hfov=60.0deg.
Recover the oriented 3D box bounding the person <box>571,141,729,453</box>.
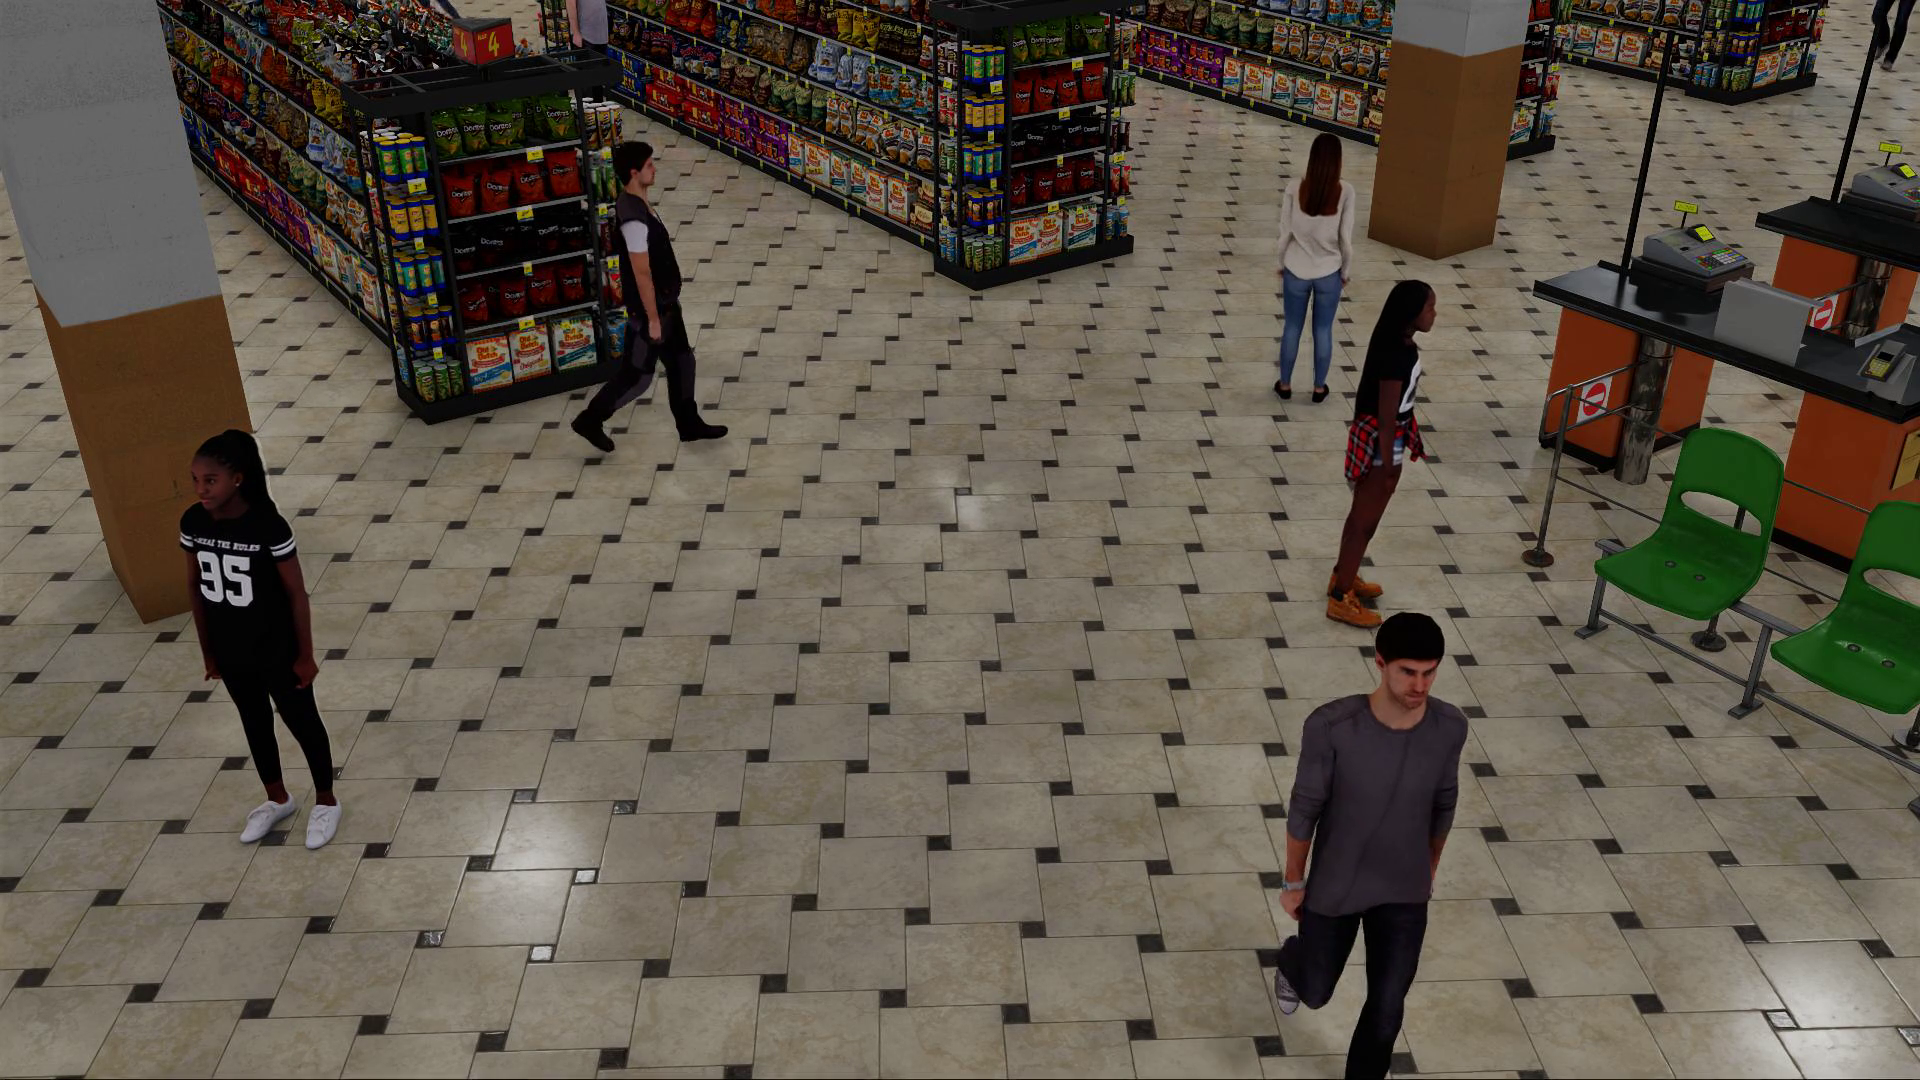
[{"bbox_3d":[-1.866,-1.331,9.475,1.038,1.821,1.173,-5,29,-8],"label":"person"}]

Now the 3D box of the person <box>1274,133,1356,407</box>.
[{"bbox_3d":[2.159,-1.642,10.180,0.678,1.690,0.765,9,30,16],"label":"person"}]

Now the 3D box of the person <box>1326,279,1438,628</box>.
[{"bbox_3d":[1.981,-0.408,7.892,0.768,1.718,0.716,8,30,14],"label":"person"}]

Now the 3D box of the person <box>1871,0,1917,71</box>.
[{"bbox_3d":[10.350,-6.111,18.190,0.773,1.859,0.859,22,35,34],"label":"person"}]

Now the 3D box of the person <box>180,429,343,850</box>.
[{"bbox_3d":[-2.692,0.403,6.395,0.712,1.729,0.770,4,29,8],"label":"person"}]

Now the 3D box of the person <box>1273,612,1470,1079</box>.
[{"bbox_3d":[1.236,1.005,5.182,0.977,1.835,1.101,-2,29,-3],"label":"person"}]

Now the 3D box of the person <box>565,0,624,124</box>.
[{"bbox_3d":[-3.565,-4.887,15.970,0.788,1.838,0.764,9,30,17],"label":"person"}]
